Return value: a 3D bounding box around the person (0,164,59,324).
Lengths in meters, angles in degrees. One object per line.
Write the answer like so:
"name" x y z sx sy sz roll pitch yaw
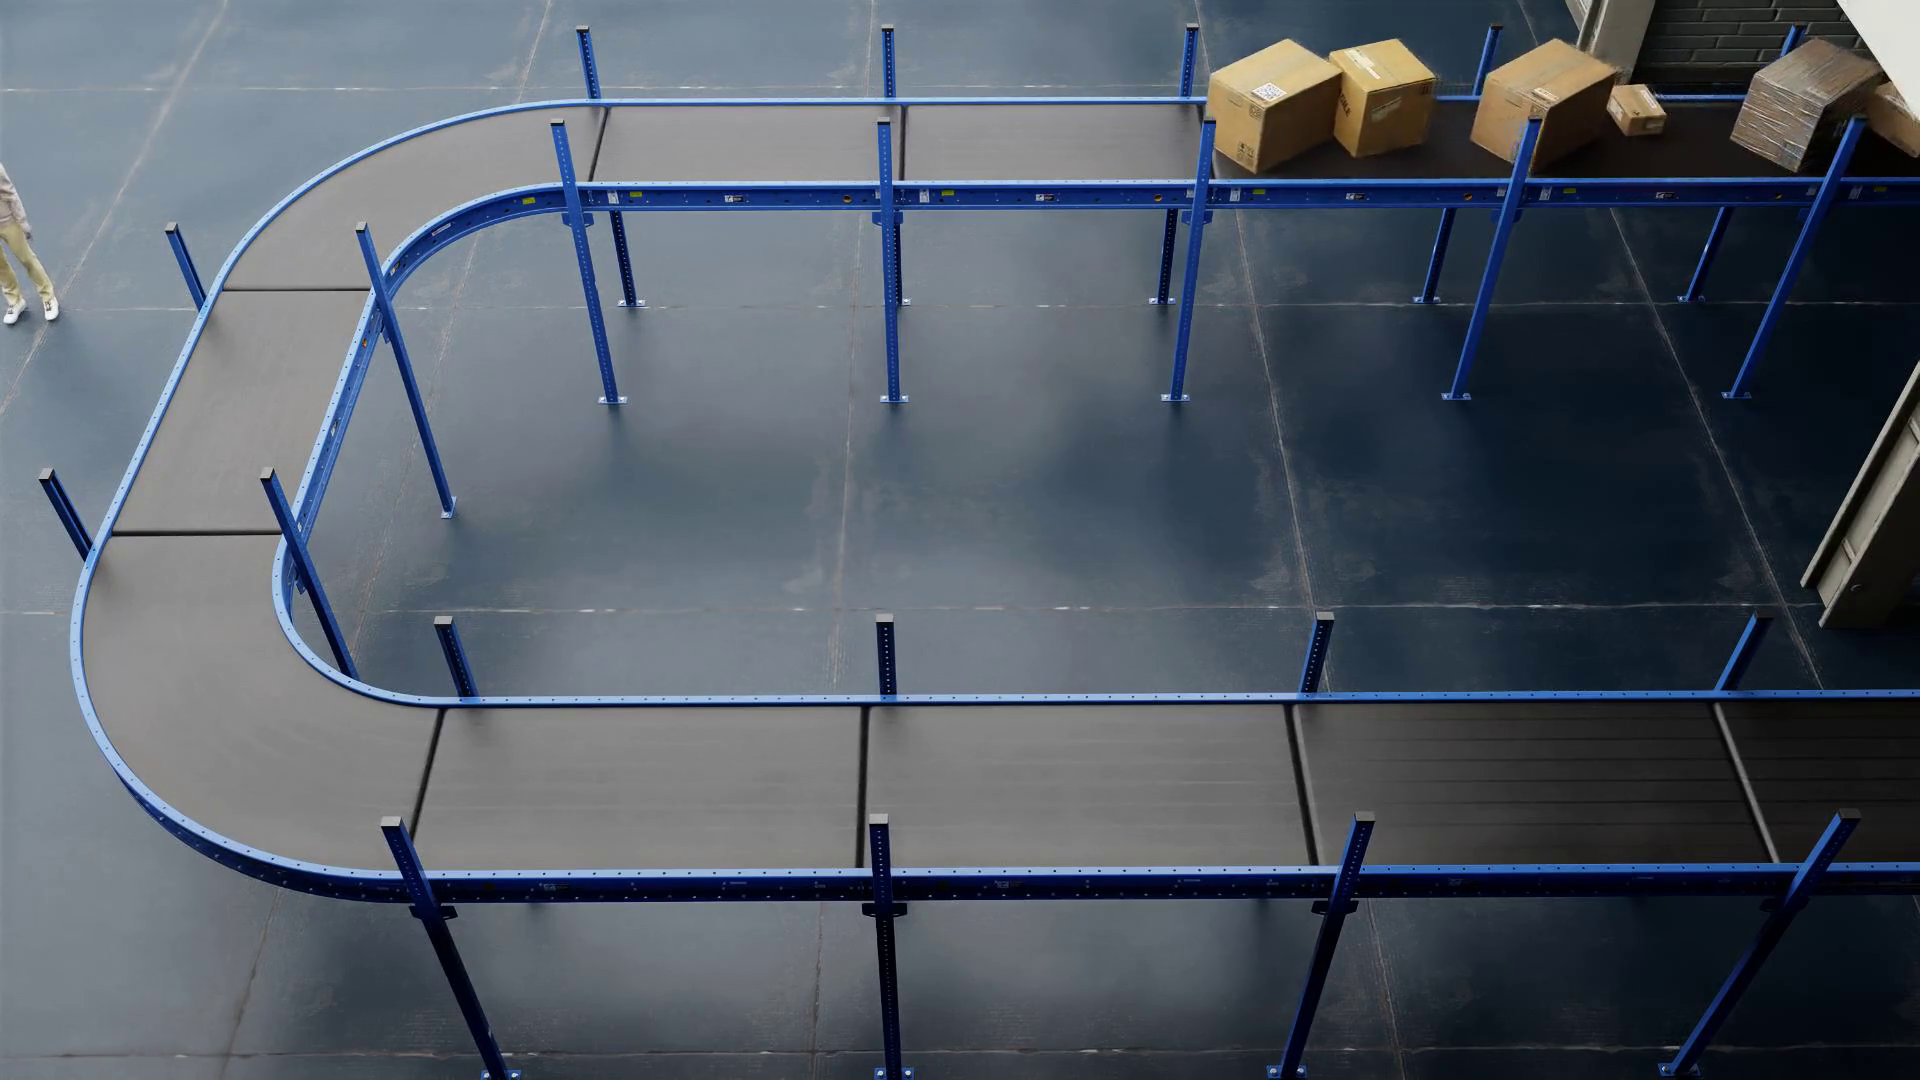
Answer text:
"person" -6.906 -2.249 12.257 0.507 1.630 0.268 -5 47 -4
